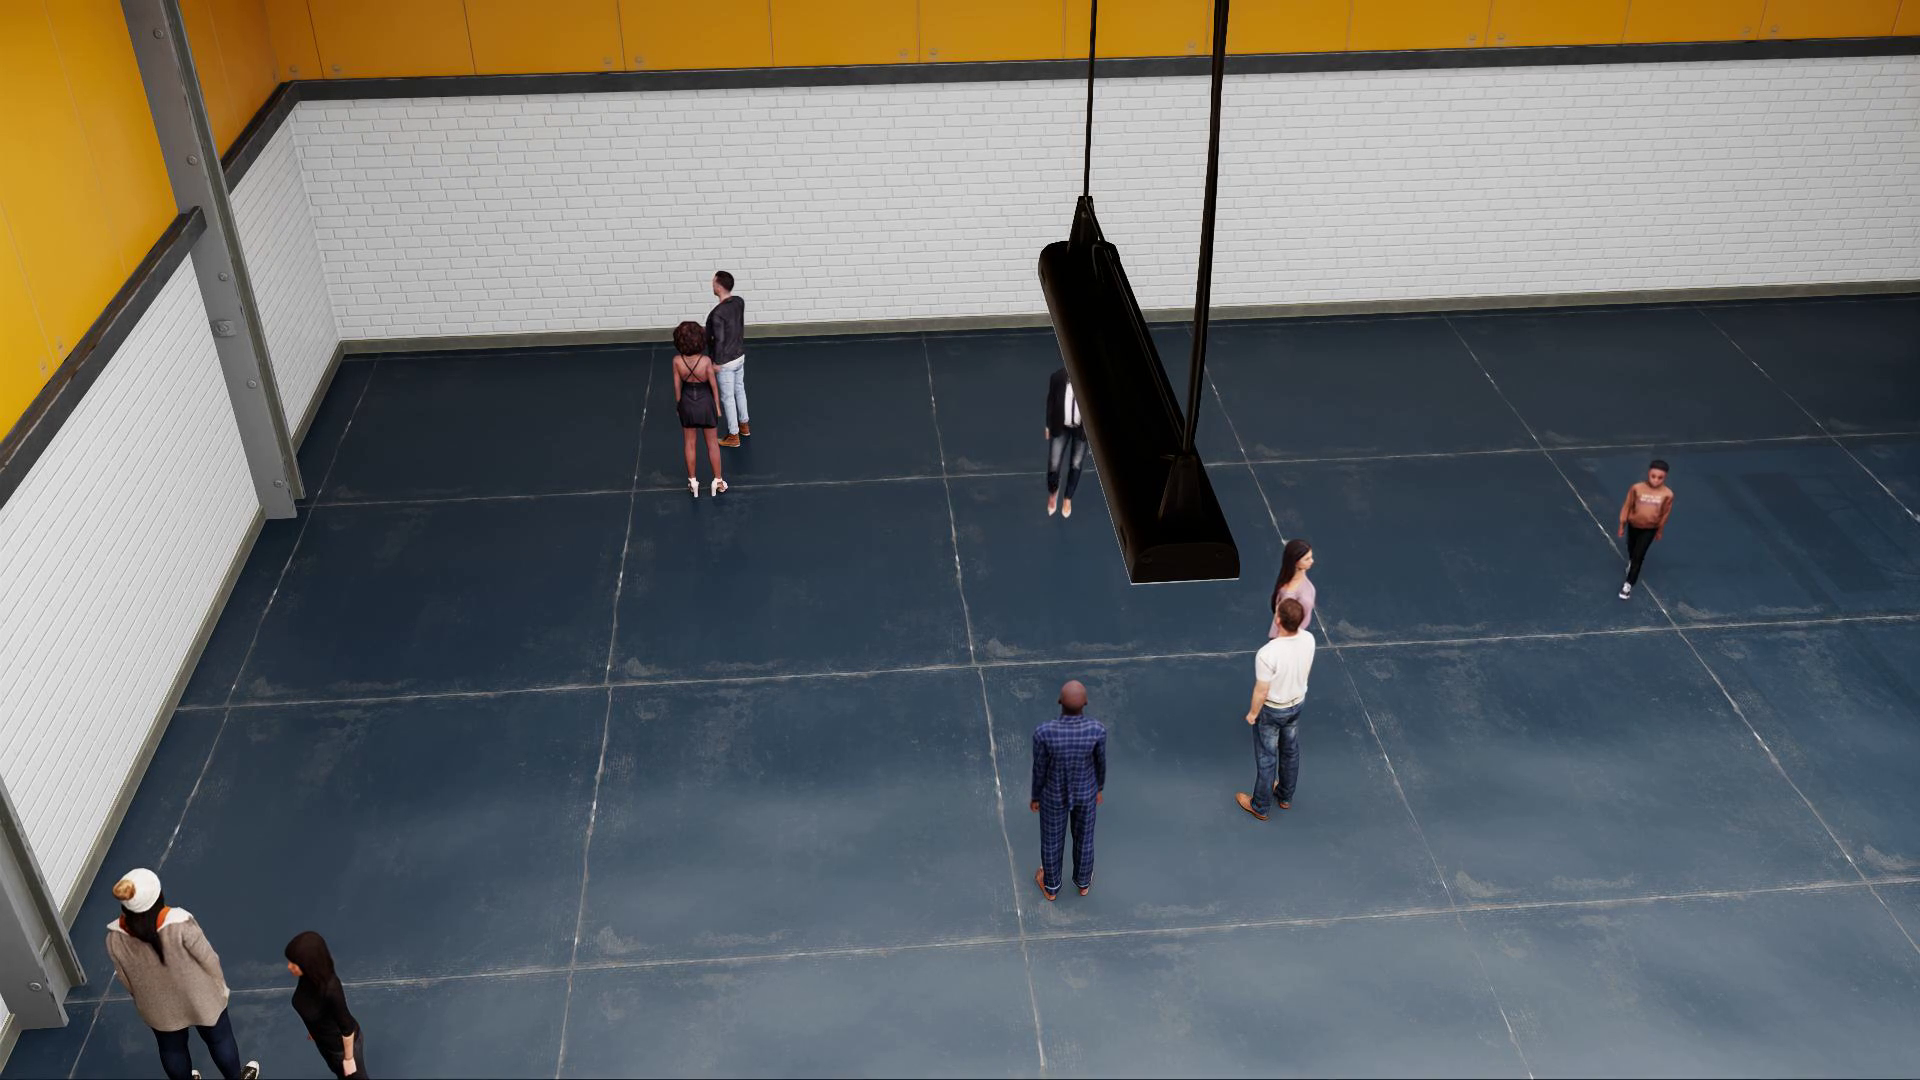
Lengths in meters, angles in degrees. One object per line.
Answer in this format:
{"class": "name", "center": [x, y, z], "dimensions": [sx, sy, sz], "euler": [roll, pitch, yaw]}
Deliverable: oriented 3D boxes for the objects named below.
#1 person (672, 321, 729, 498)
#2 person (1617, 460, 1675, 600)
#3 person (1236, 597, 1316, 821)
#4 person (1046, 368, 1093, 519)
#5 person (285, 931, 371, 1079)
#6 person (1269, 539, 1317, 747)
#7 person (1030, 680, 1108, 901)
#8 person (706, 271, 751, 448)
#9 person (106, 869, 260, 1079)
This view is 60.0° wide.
{"class": "person", "center": [-2.437, -1.207, 15.449], "dimensions": [0.591, 1.789, 0.563], "euler": [1, 34, 1]}
{"class": "person", "center": [5.914, -0.160, 14.384], "dimensions": [0.844, 1.223, 0.986], "euler": [17, 37, 23]}
{"class": "person", "center": [2.270, 1.191, 11.779], "dimensions": [0.746, 1.856, 0.735], "euler": [-19, 38, -26]}
{"class": "person", "center": [0.970, -1.015, 14.960], "dimensions": [0.802, 1.764, 0.722], "euler": [5, 34, 7]}
{"class": "person", "center": [-3.559, 2.833, 9.503], "dimensions": [0.638, 1.642, 0.693], "euler": [24, 40, 31]}
{"class": "person", "center": [2.436, 0.757, 12.474], "dimensions": [0.760, 1.810, 0.613], "euler": [11, 35, 15]}
{"class": "person", "center": [0.728, 1.666, 11.098], "dimensions": [0.664, 1.819, 0.593], "euler": [-5, 34, -7]}
{"class": "person", "center": [-2.252, -1.783, 16.272], "dimensions": [0.796, 1.837, 0.661], "euler": [13, 36, 19]}
{"class": "person", "center": [-4.545, 2.599, 9.631], "dimensions": [0.699, 1.890, 0.679], "euler": [-6, 34, -9]}
